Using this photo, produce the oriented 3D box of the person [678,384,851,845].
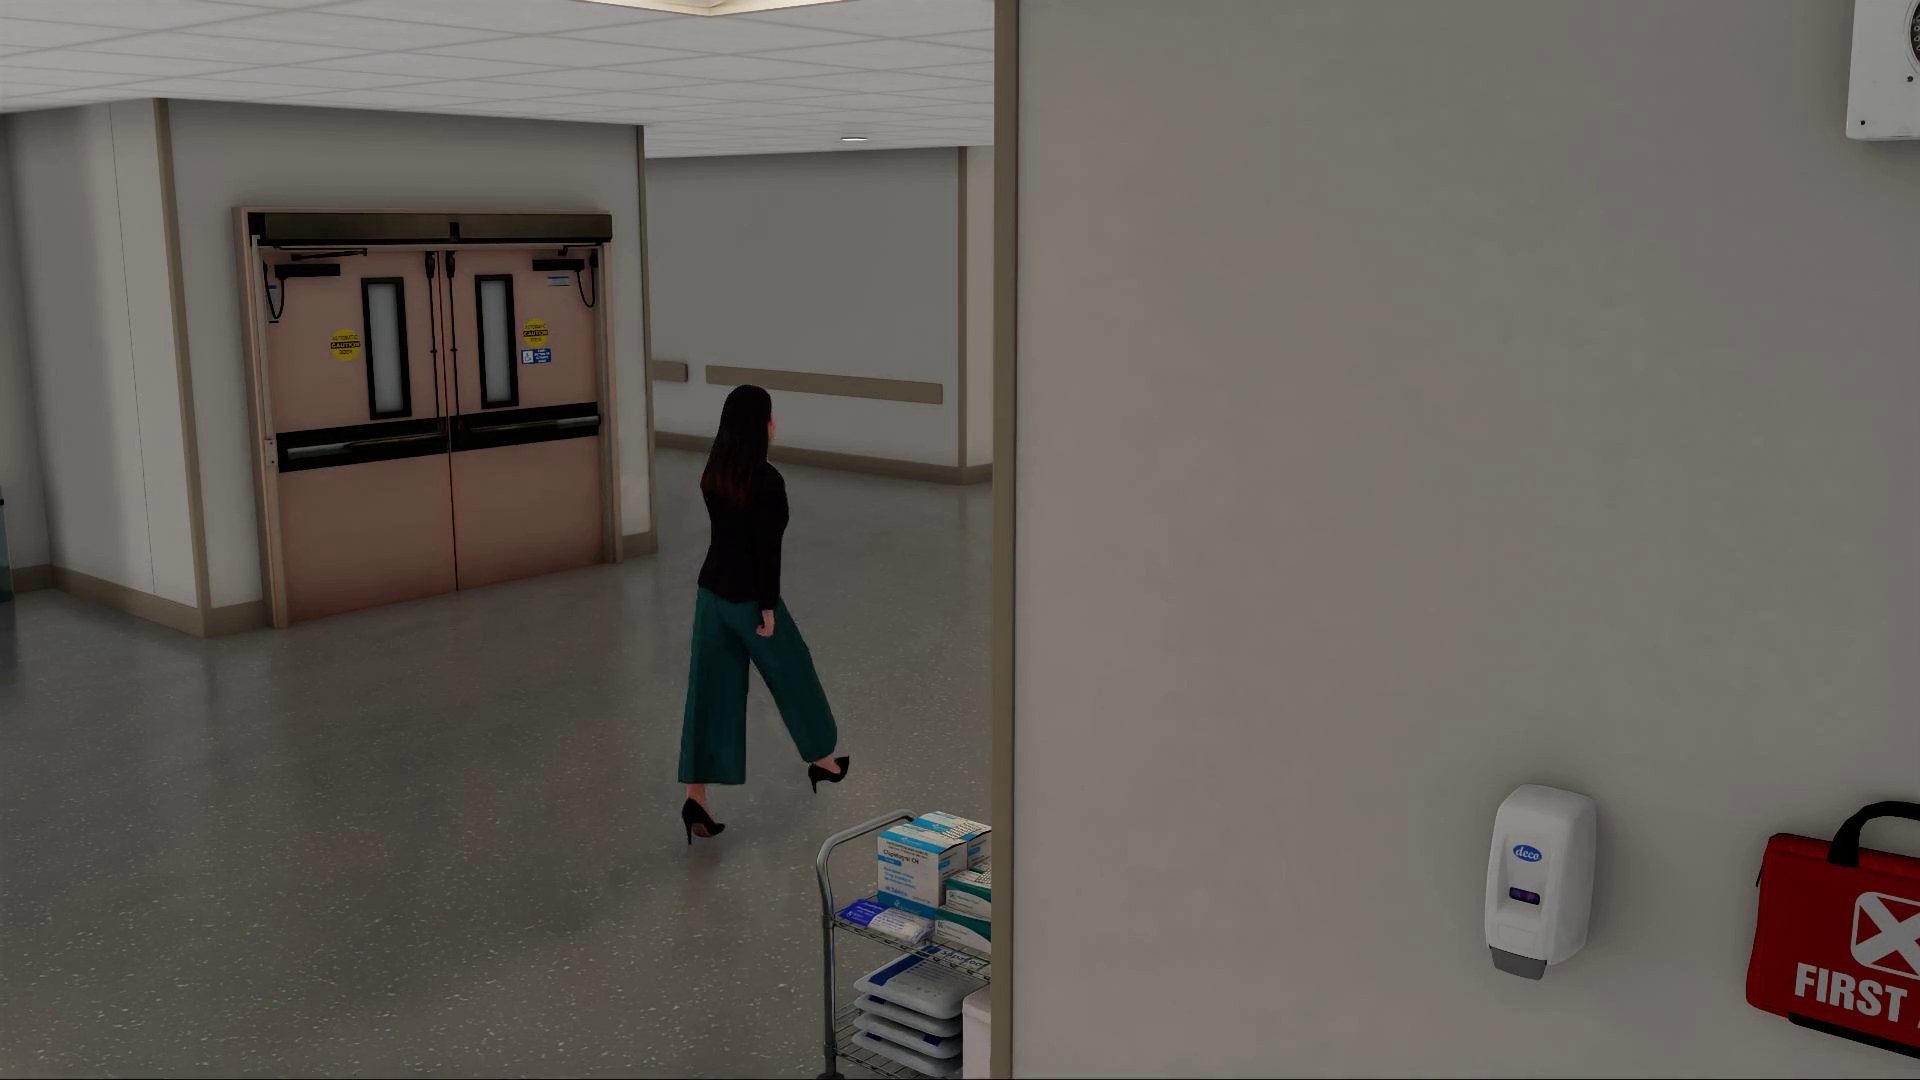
[{"bbox_3d":[-0.870,0.316,6.217,0.670,1.689,1.112,7,13,34],"label":"person"}]
